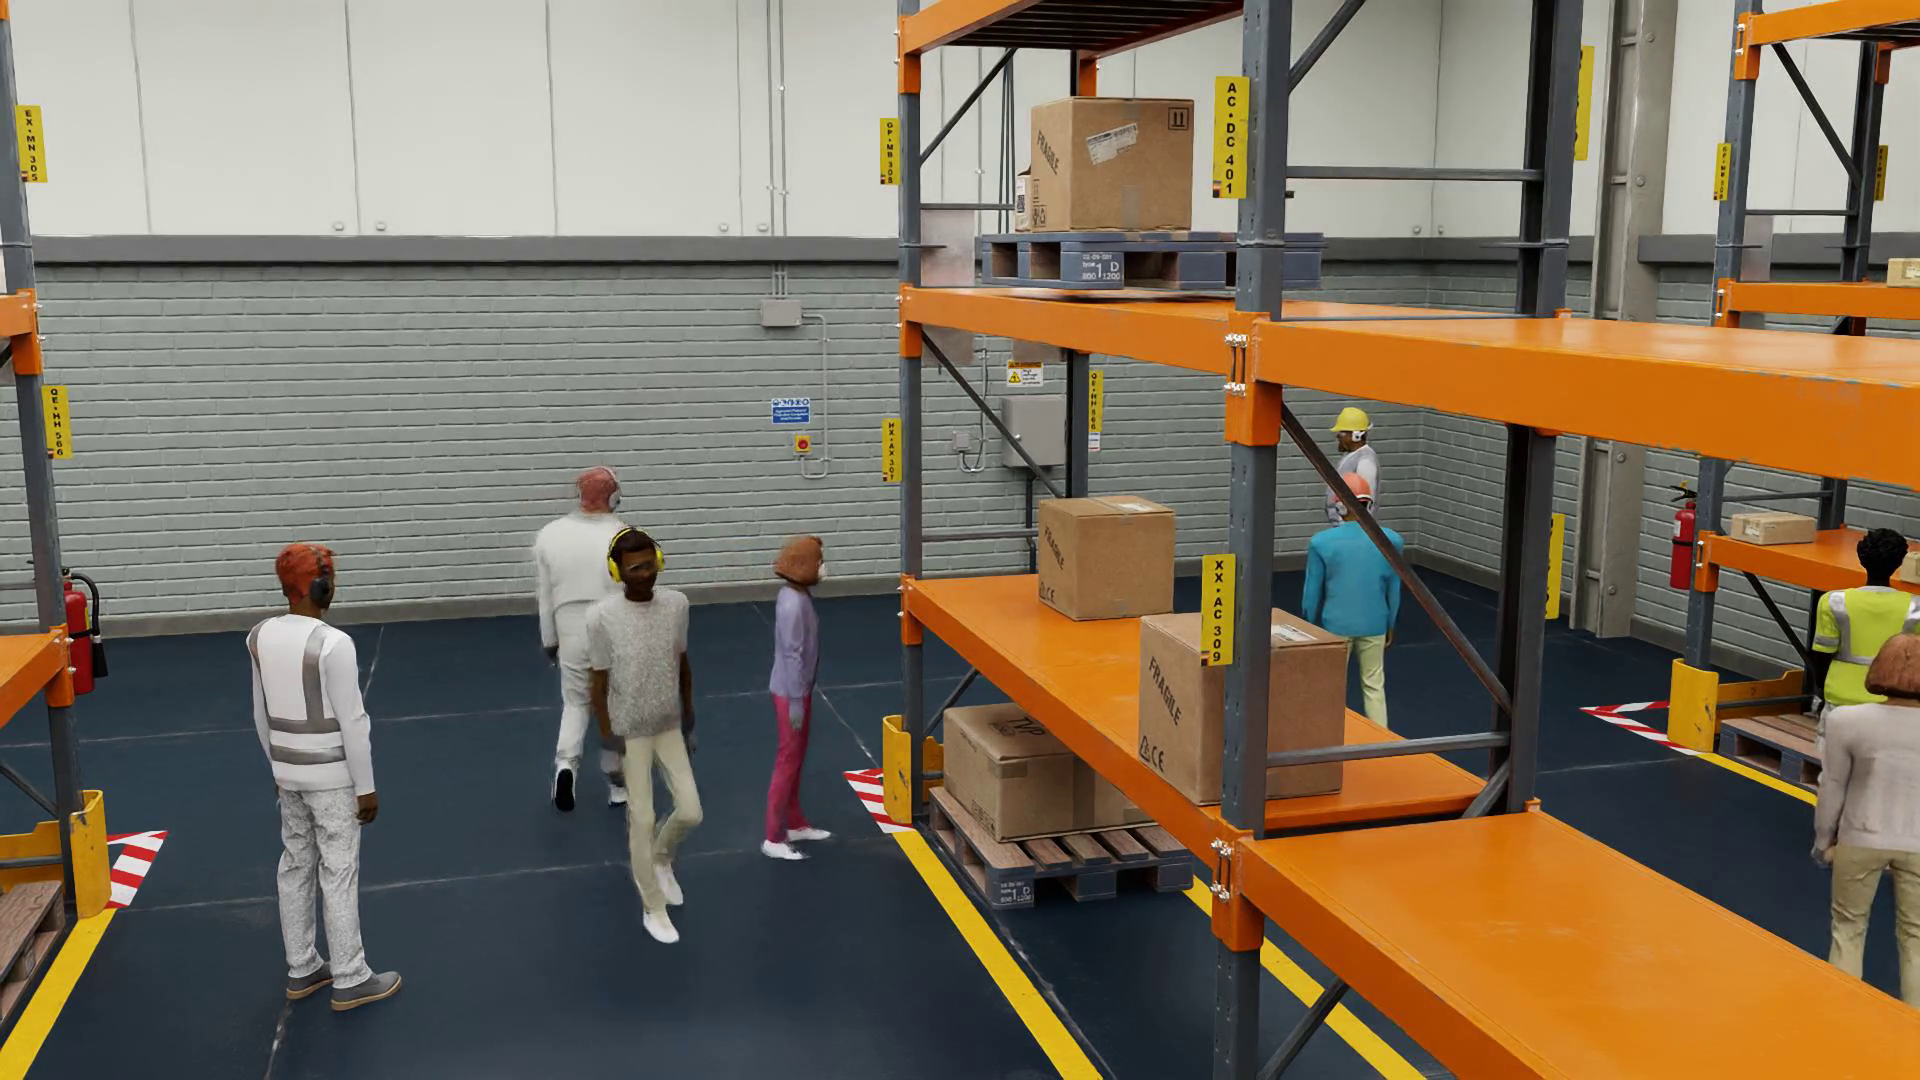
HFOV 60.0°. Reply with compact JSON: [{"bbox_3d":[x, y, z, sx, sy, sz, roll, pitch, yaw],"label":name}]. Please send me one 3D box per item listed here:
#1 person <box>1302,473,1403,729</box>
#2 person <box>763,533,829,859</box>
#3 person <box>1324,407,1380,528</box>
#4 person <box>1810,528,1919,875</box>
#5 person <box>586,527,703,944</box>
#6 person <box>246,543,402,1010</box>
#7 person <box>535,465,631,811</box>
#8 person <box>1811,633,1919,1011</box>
[{"bbox_3d":[2.281,0.476,9.733,0.580,1.739,0.387,0,10,-2],"label":"person"},{"bbox_3d":[-0.825,0.773,8.357,0.292,1.639,0.505,0,10,-3],"label":"person"},{"bbox_3d":[3.014,-0.114,12.815,0.404,1.830,0.600,0,10,1],"label":"person"},{"bbox_3d":[4.420,0.784,8.087,0.533,1.697,0.318,5,11,25],"label":"person"},{"bbox_3d":[-1.393,0.847,7.318,0.505,1.848,0.450,-7,12,-35],"label":"person"},{"bbox_3d":[-2.558,0.942,6.655,0.576,1.882,0.355,5,11,28],"label":"person"},{"bbox_3d":[-1.948,0.547,8.889,0.661,1.887,0.628,1,10,6],"label":"person"},{"bbox_3d":[3.455,1.150,6.205,0.498,1.624,0.285,3,10,17],"label":"person"}]
